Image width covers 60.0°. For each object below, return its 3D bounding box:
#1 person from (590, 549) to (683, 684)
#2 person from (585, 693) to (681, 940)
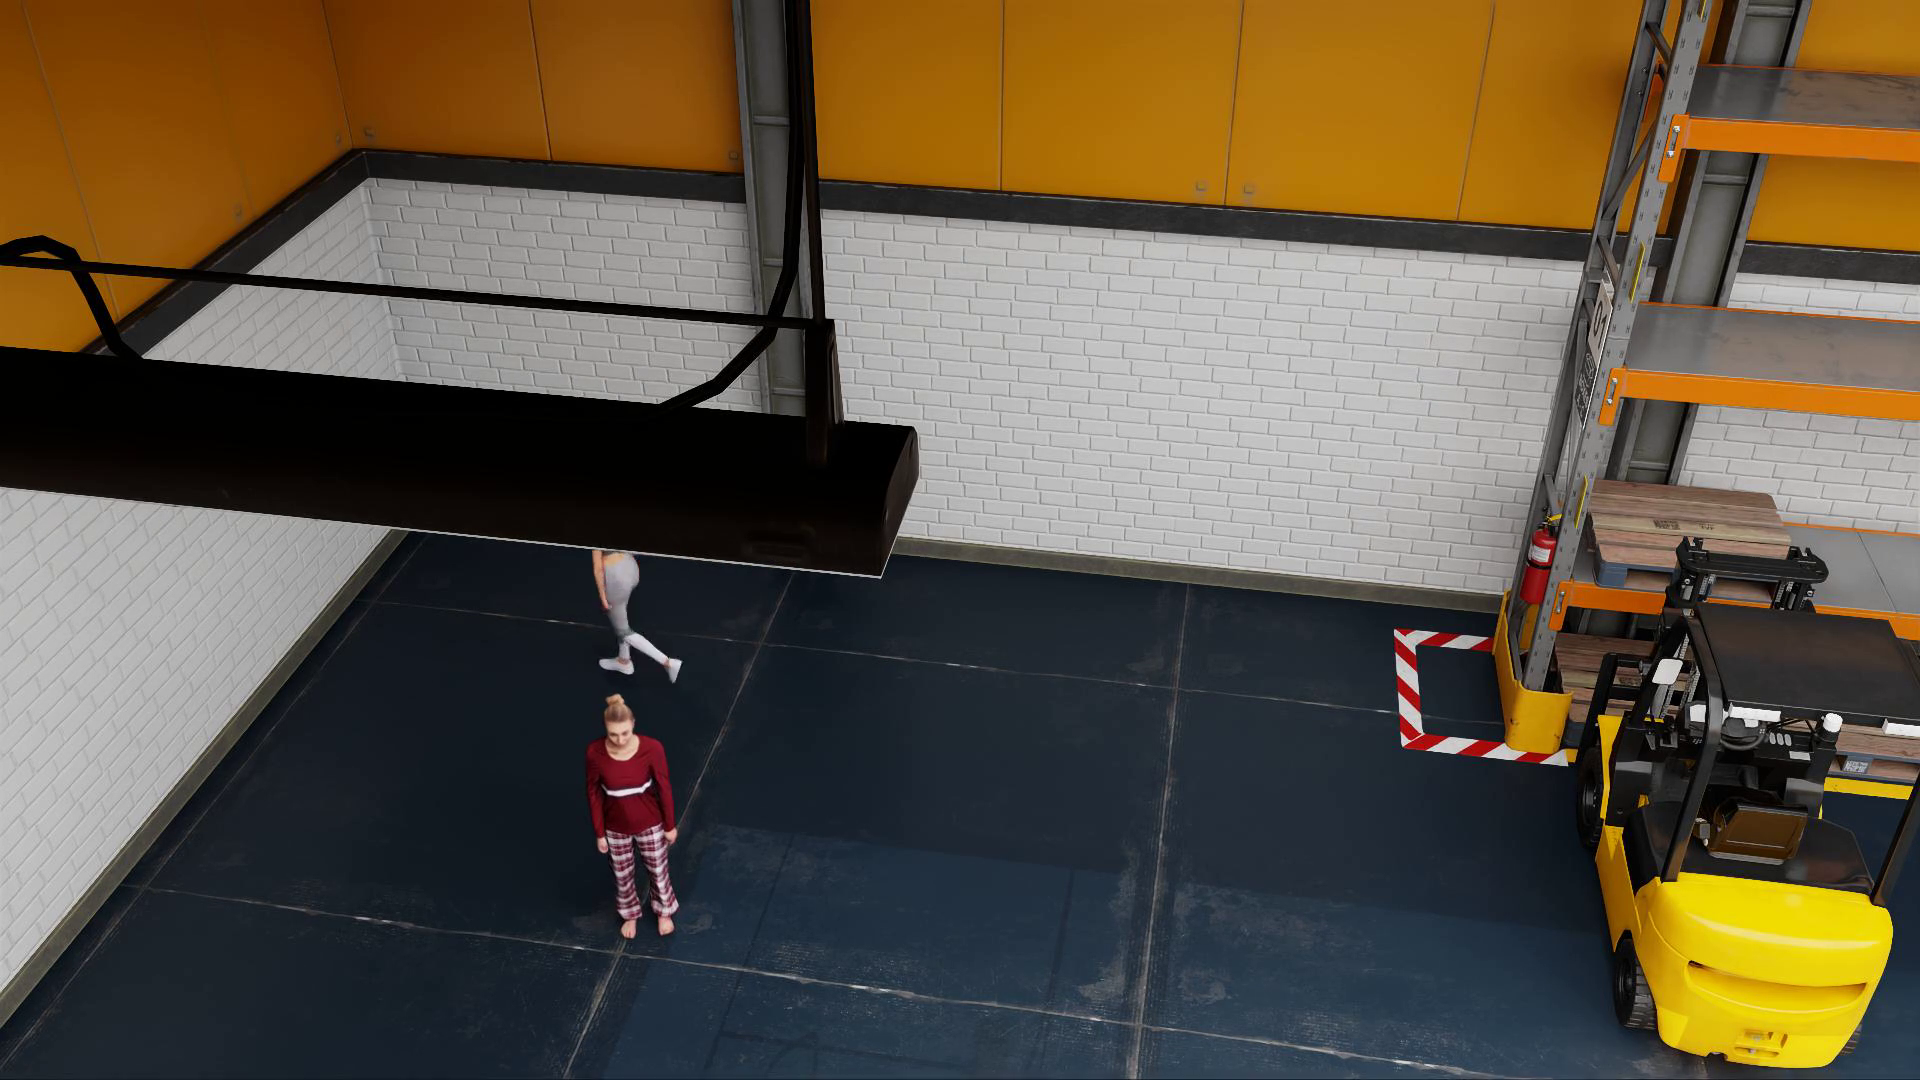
[{"bbox_3d":[-2.225,0.305,11.198,1.025,1.679,0.710,14,36,20],"label":"person"},{"bbox_3d":[-1.826,1.561,9.292,0.574,1.697,0.735,-5,34,-7],"label":"person"}]
